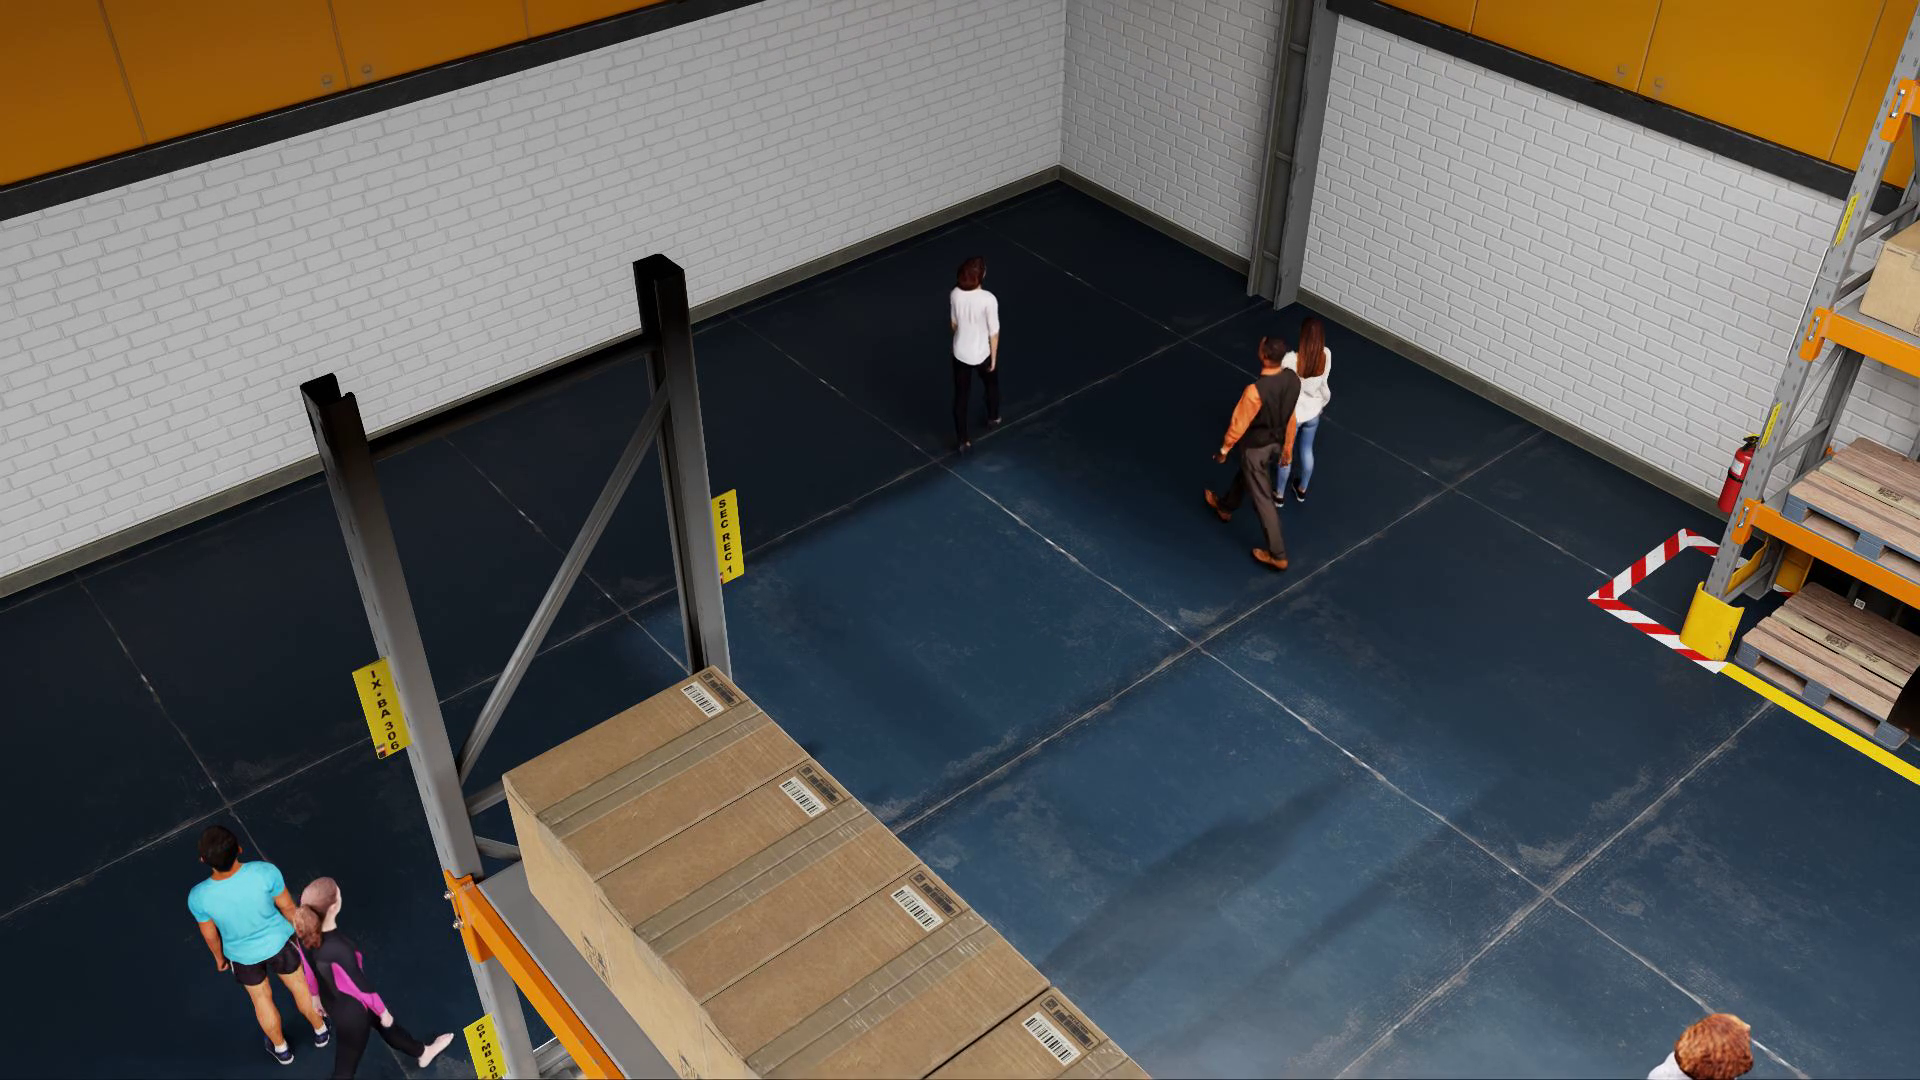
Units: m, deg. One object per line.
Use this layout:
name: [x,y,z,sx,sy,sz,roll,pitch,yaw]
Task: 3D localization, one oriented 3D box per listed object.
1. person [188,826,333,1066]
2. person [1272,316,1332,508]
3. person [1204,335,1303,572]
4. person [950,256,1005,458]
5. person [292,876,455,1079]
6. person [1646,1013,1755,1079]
person: [-3.760,2.176,8.936,0.654,1.776,0.570,-20,43,-23]
person: [2.649,-1.004,12.984,0.695,1.692,0.681,-11,40,-13]
person: [2.299,-0.607,12.352,0.696,1.860,1.225,-27,46,-30]
person: [0.061,-1.434,13.457,0.934,1.775,0.919,13,40,15]
person: [-3.231,2.494,8.602,1.133,1.695,0.798,26,45,29]
person: [3.495,2.892,8.089,0.631,1.714,0.587,-26,45,-29]
